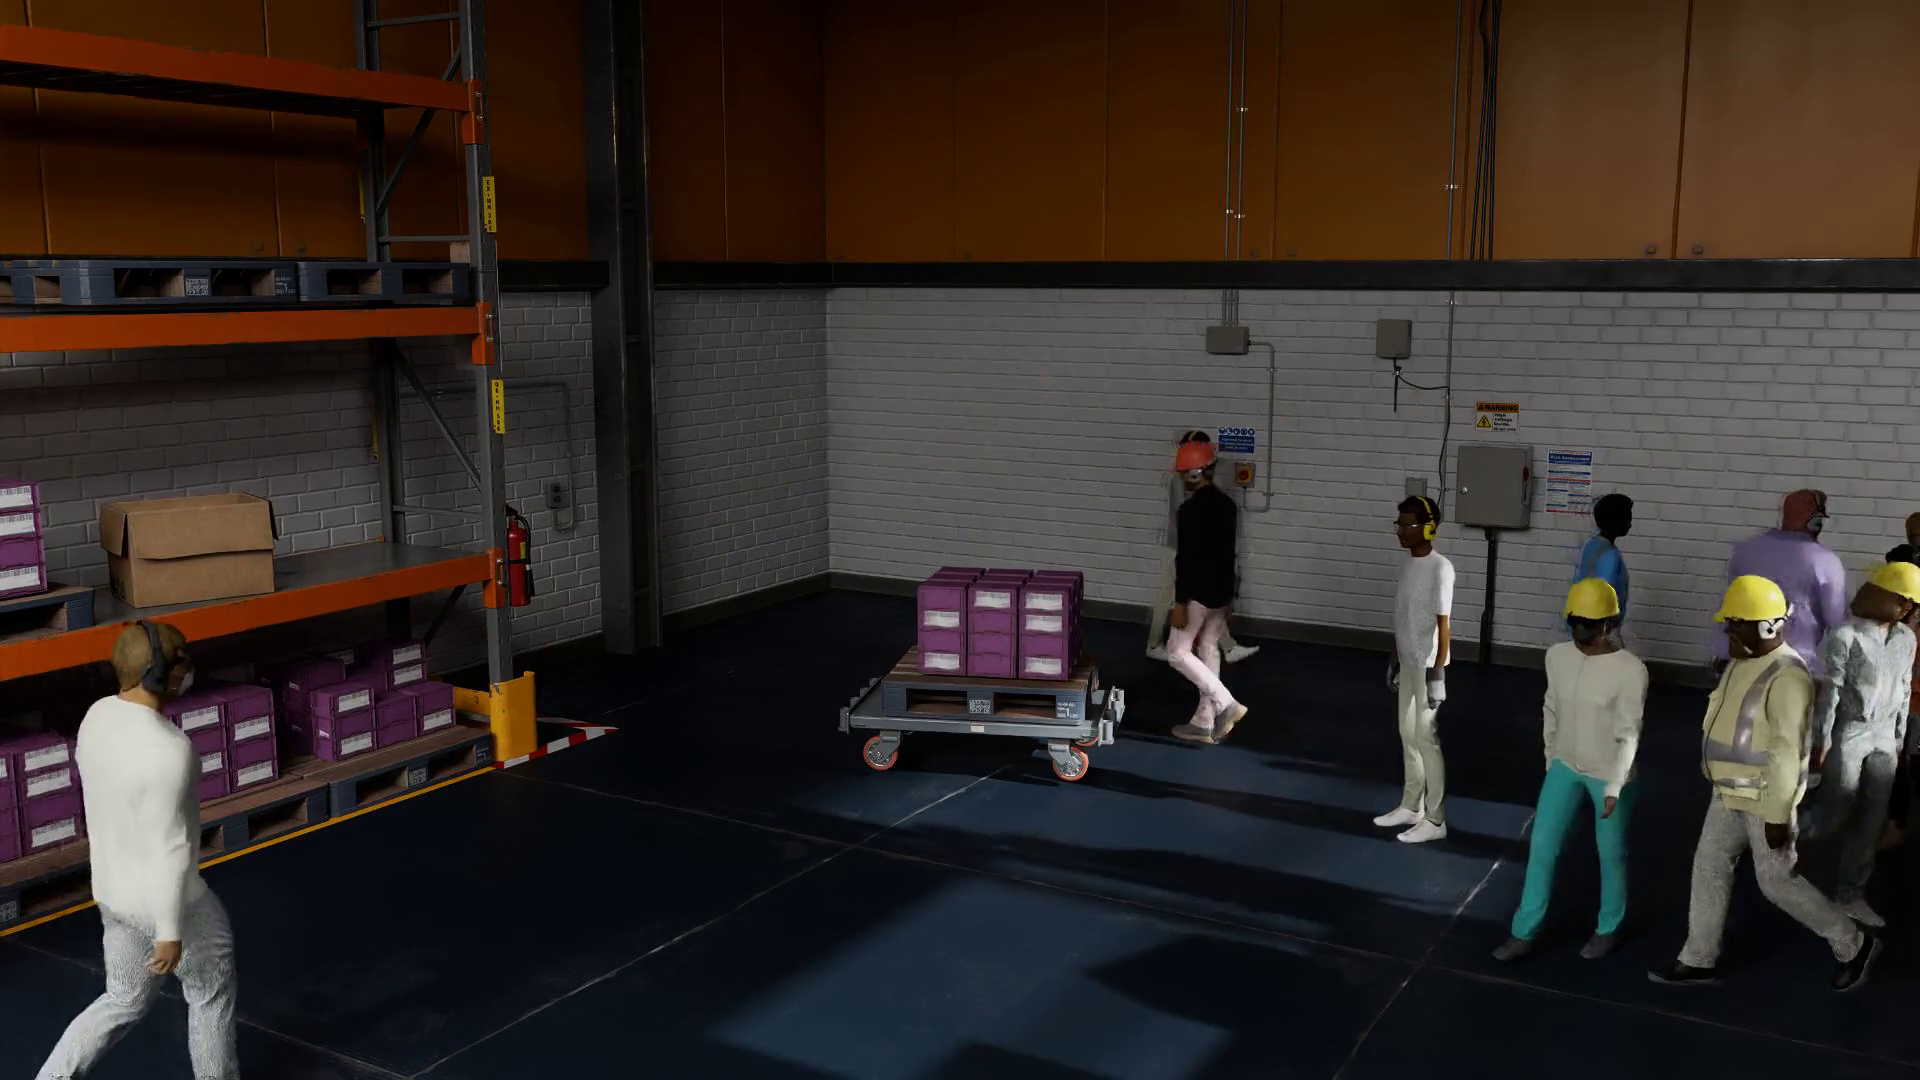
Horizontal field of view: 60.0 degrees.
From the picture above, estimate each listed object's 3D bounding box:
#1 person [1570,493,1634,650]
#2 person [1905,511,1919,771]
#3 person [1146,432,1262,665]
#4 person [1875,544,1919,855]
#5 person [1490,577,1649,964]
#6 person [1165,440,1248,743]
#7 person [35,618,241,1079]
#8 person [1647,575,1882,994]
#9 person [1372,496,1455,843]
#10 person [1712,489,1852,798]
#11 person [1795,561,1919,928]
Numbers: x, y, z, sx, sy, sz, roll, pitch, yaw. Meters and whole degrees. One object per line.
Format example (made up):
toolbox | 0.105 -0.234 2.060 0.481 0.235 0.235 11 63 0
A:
person | 3.995 0.540 10.380 0.394 1.679 0.533 1 9 6
person | 5.848 0.618 10.071 0.565 1.605 0.504 -7 12 -38
person | 1.840 0.080 12.795 0.963 1.817 0.562 6 11 33
person | 4.874 0.839 8.538 0.403 1.668 0.552 -6 11 -35
person | 2.656 1.026 7.178 0.820 1.734 0.529 -7 11 -37
person | 1.584 0.352 10.642 0.573 1.968 0.656 7 11 37
person | -2.768 1.204 5.550 0.629 1.907 0.871 7 11 36
person | 3.418 1.035 6.949 0.860 1.797 0.603 1 9 4
person | 2.454 0.684 8.926 0.318 1.861 0.515 -2 9 -11
person | 4.590 0.642 9.184 0.954 1.851 0.643 -4 10 -22
person | 4.214 0.925 7.855 0.530 1.705 0.530 -2 9 -14
